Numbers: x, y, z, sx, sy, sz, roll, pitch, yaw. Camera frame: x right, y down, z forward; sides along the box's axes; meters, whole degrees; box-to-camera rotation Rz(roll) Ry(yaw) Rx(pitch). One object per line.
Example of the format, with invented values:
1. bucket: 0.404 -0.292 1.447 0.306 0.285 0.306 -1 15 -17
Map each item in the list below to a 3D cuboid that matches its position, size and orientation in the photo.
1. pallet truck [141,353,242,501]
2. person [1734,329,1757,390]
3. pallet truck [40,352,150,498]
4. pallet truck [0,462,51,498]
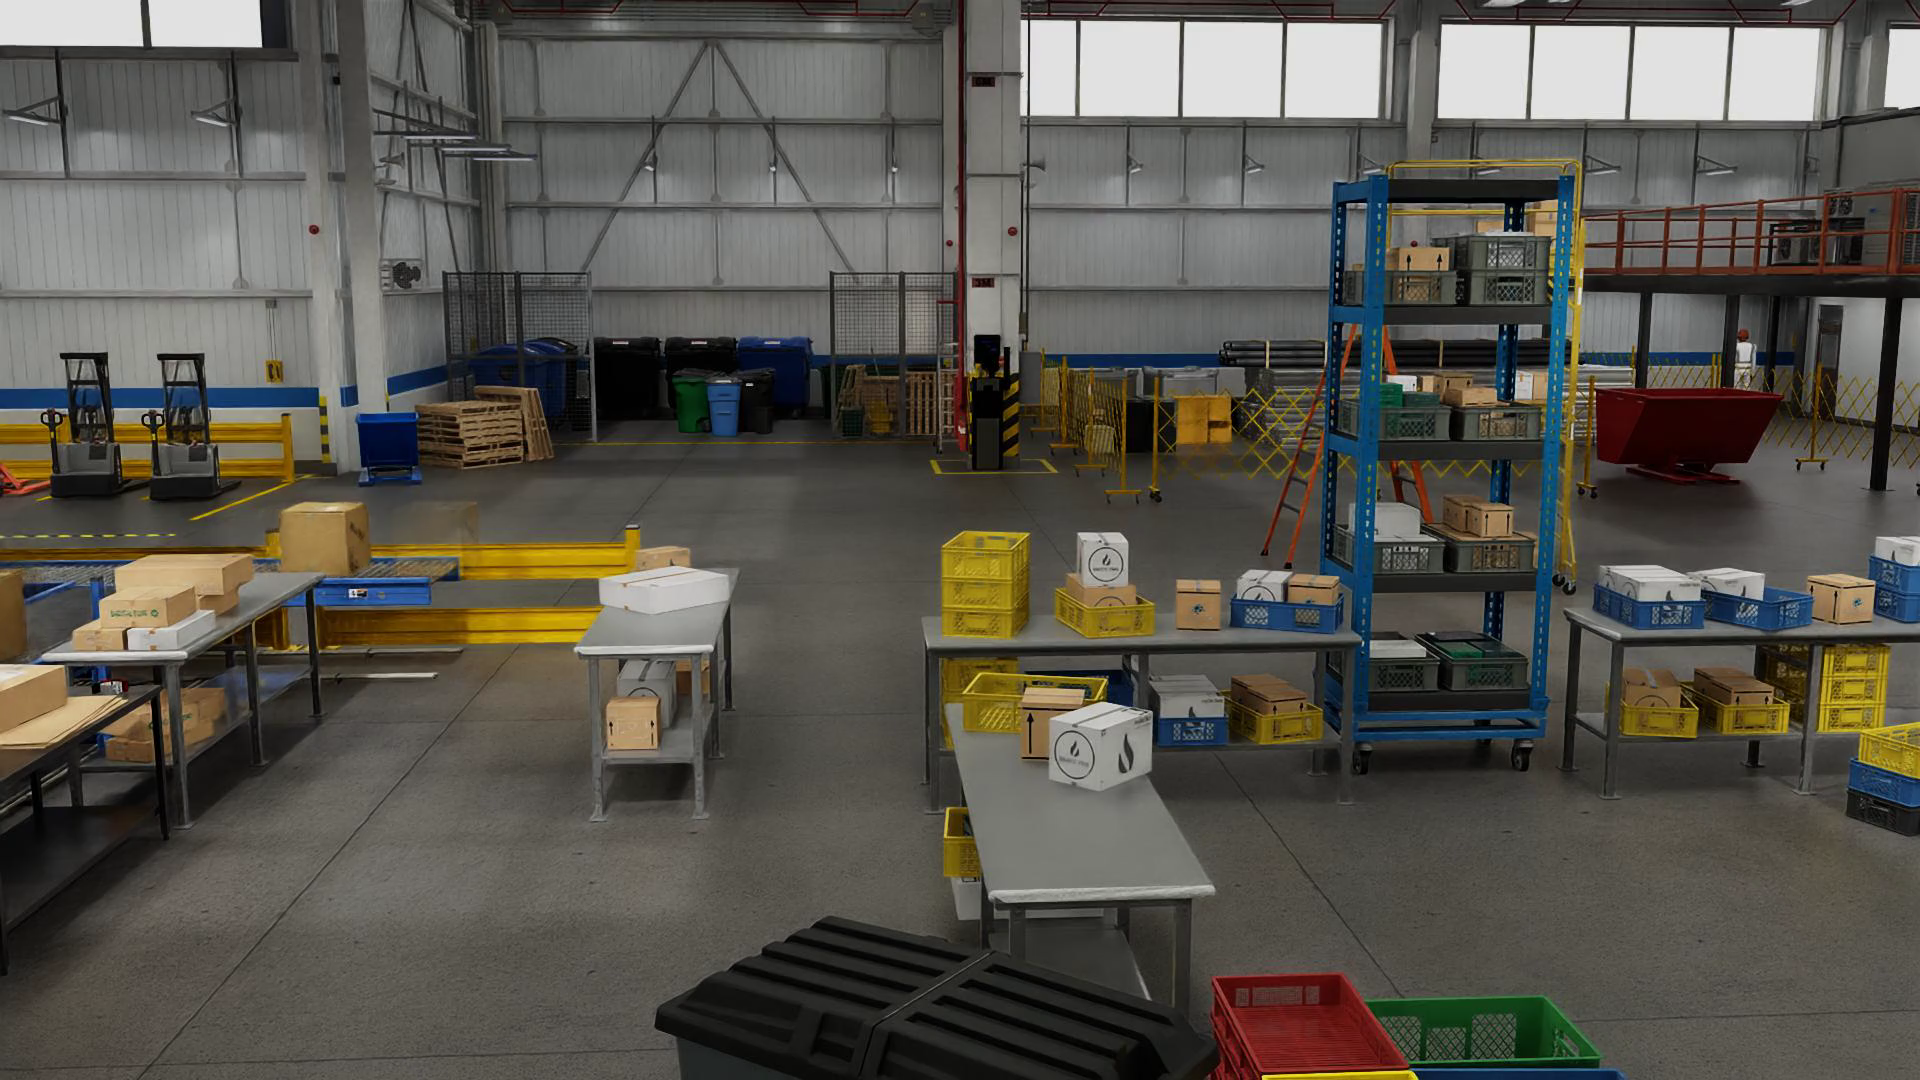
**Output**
1. pallet truck: -10.520 -1.604 22.925 0.823 1.965 1.885 -1 9 -6
2. person: 16.674 -3.549 35.501 0.573 1.883 0.356 0 9 0
3. pallet truck: -11.907 -1.642 23.165 0.823 1.965 1.885 0 9 0
4. pallet truck: -13.193 -1.293 23.148 0.653 1.274 1.630 -1 9 -4
